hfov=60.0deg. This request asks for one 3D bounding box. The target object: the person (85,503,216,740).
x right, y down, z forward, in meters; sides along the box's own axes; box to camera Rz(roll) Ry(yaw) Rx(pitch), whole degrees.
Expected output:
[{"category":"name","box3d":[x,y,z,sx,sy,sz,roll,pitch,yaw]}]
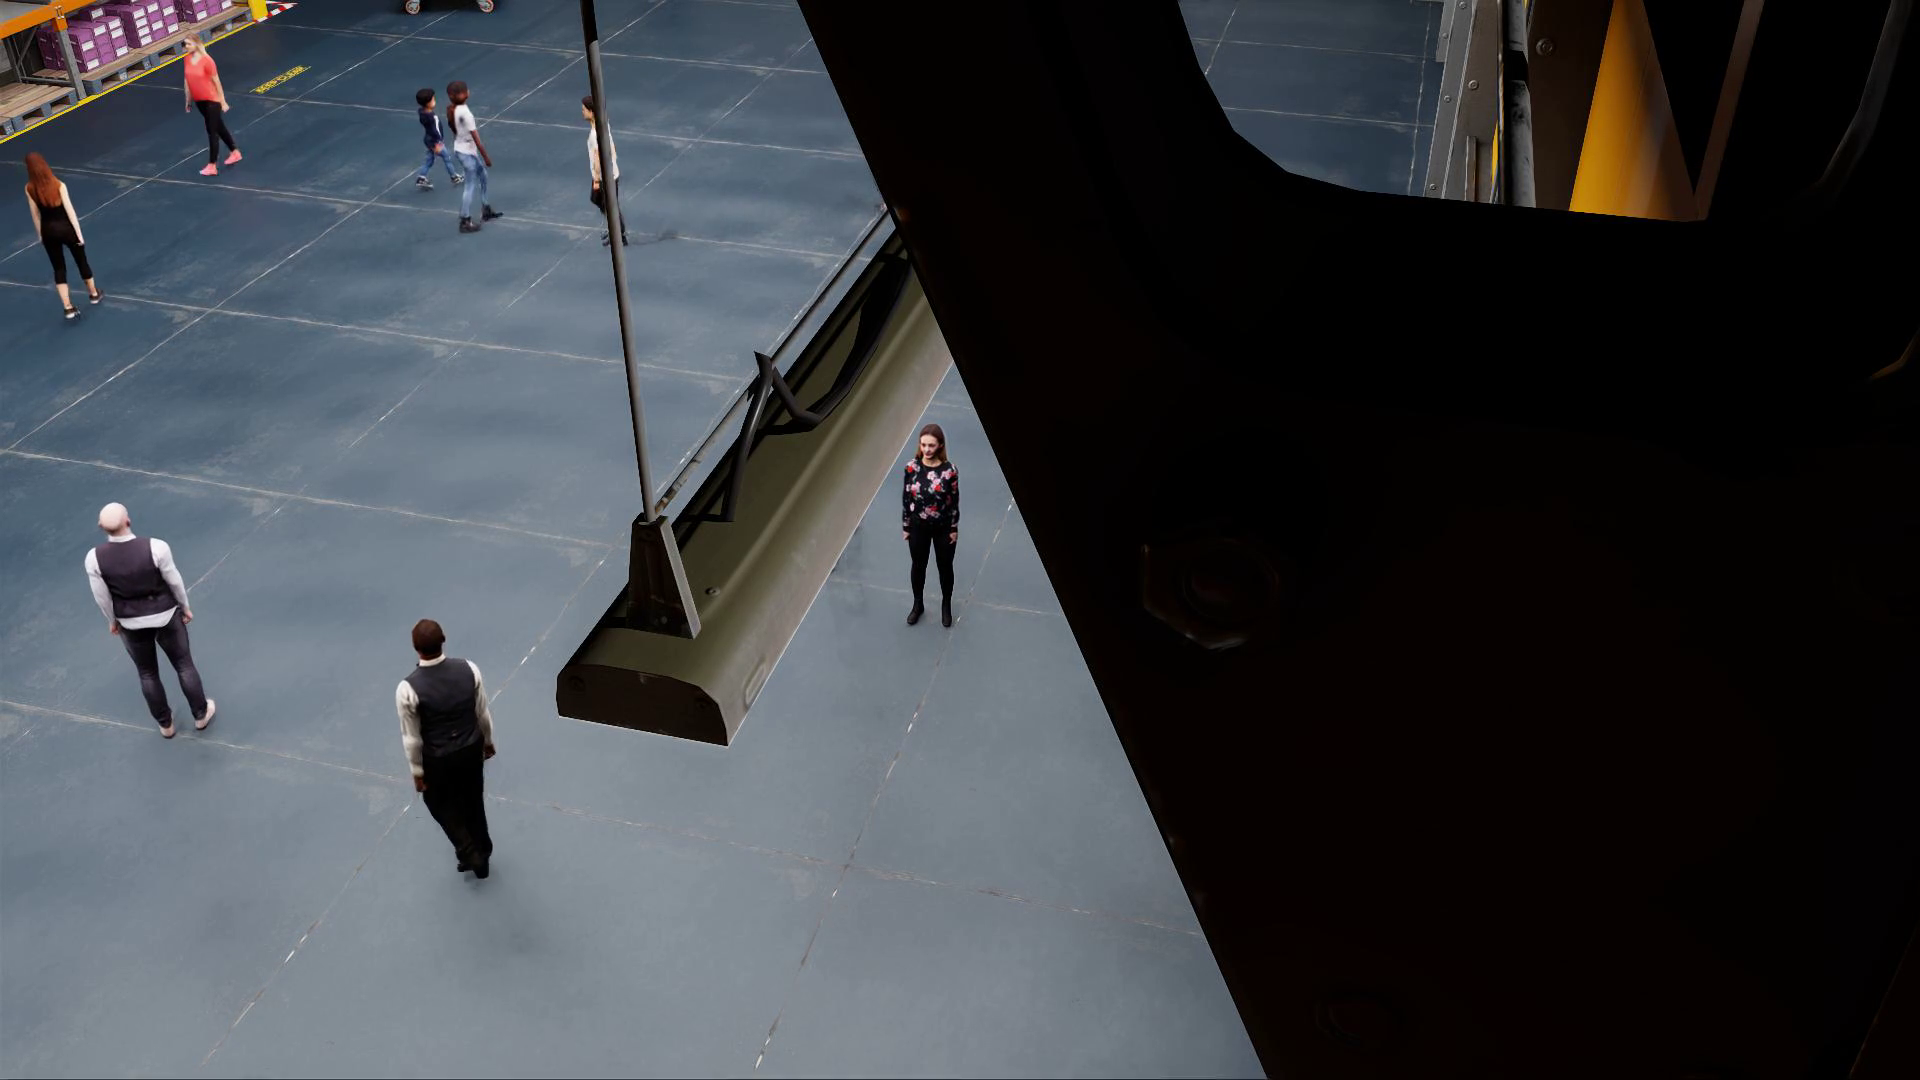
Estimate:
[{"category":"person","box3d":[-5.506,0.544,11.285,0.778,1.822,0.798,-12,35,-17]}]

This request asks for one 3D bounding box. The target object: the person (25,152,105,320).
[{"category":"person","box3d":[-9.128,-3.049,16.800,0.853,1.702,1.070,-6,34,-8]}]

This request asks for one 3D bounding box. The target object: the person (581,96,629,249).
[{"category":"person","box3d":[-3.828,-4.048,18.296,0.796,1.709,0.688,-9,35,-13]}]

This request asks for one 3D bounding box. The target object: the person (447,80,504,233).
[{"category":"person","box3d":[-5.593,-4.279,18.653,0.921,1.699,0.845,-20,39,-27]}]

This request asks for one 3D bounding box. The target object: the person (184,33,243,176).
[{"category":"person","box3d":[-9.101,-5.357,20.313,0.701,1.656,1.051,15,36,21]}]

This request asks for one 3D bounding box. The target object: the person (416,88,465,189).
[{"category":"person","box3d":[-6.335,-4.767,19.837,0.923,1.201,0.813,-24,40,-31]}]

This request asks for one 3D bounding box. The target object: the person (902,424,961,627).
[{"category":"person","box3d":[-0.210,-0.115,12.402,0.603,1.684,0.542,4,34,6]}]

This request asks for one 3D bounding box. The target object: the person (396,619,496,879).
[{"category":"person","box3d":[-3.037,1.336,10.020,0.867,1.905,0.934,-21,39,-28]}]
